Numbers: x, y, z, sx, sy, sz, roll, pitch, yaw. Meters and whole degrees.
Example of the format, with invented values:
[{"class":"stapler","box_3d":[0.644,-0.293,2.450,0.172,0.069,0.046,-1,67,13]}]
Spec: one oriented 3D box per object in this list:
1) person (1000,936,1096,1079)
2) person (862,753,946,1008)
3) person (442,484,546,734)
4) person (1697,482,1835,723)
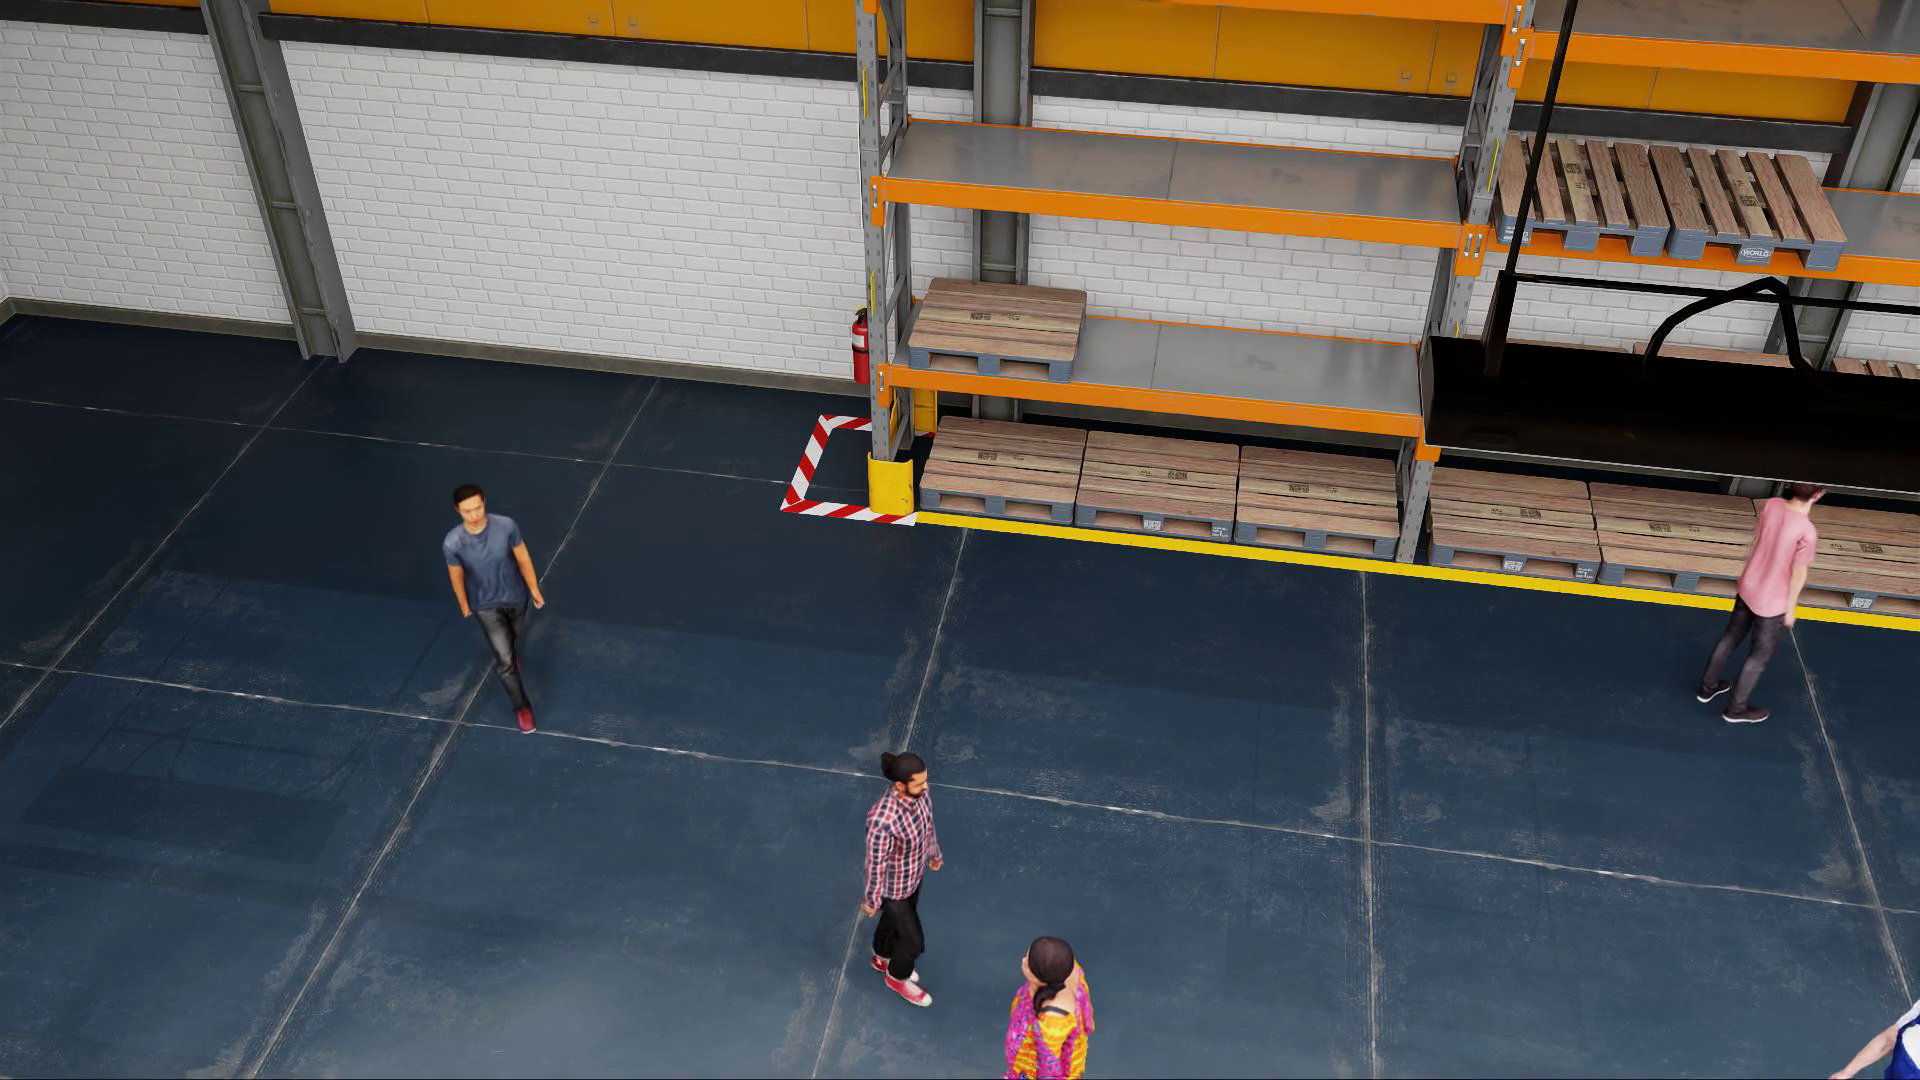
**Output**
[{"class":"person","box_3d":[0.483,2.534,8.179,0.693,1.657,0.637,6,39,7]},{"class":"person","box_3d":[-0.406,1.790,9.039,0.745,1.745,0.768,16,41,19]},{"class":"person","box_3d":[-3.035,0.320,10.858,1.163,1.773,1.197,-21,43,-24]},{"class":"person","box_3d":[5.152,0.346,10.677,0.739,1.958,0.740,-12,40,-15]}]
